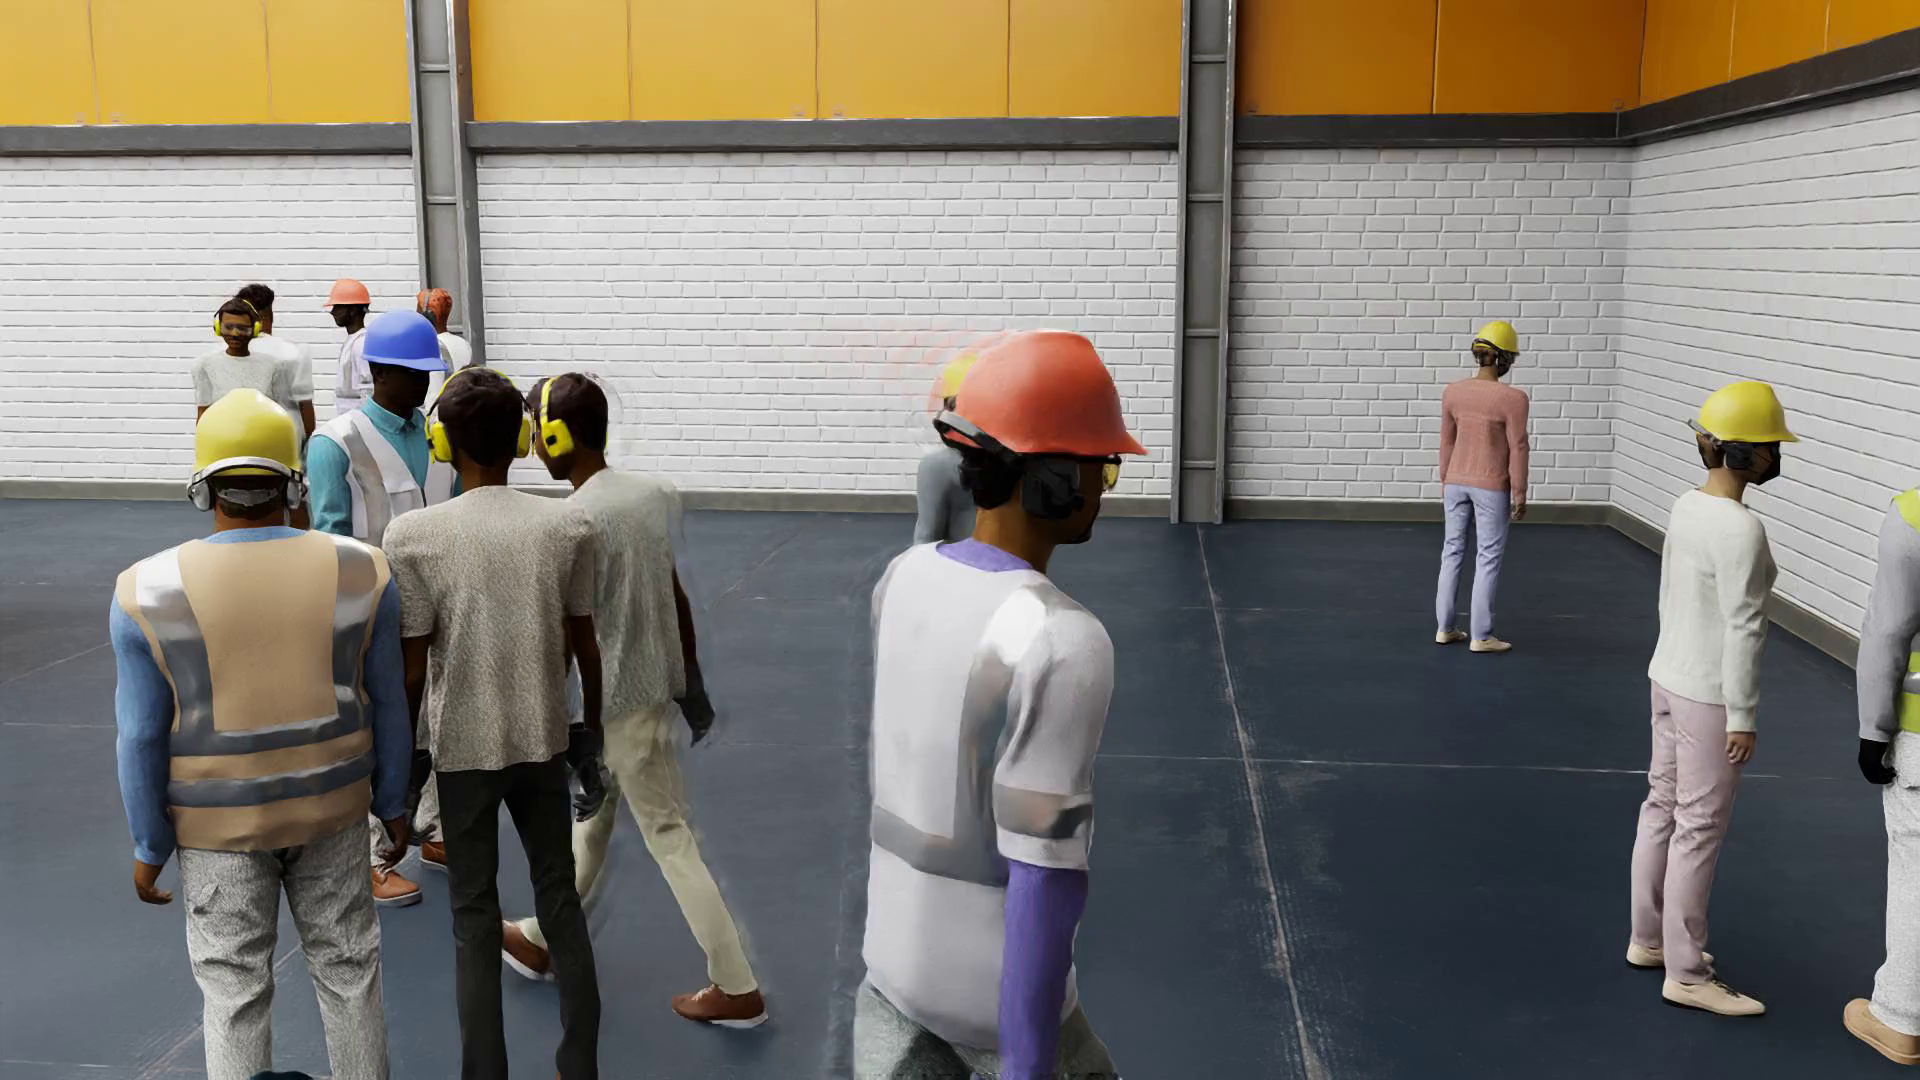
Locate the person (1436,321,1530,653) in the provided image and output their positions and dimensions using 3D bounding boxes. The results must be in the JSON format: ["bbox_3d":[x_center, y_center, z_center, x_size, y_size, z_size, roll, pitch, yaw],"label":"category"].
[{"bbox_3d":[2.774,-0.276,8.812,0.344,1.756,0.532,-8,13,-38],"label":"person"}]

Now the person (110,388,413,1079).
[{"bbox_3d":[-1.508,0.586,3.651,0.600,1.832,0.404,-6,12,-31],"label":"person"}]

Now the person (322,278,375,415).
[{"bbox_3d":[-4.001,-0.761,11.062,0.360,1.938,0.545,-5,11,-27],"label":"person"}]

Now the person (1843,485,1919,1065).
[{"bbox_3d":[2.630,0.474,4.307,0.624,1.837,0.429,1,10,4],"label":"person"}]

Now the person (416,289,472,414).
[{"bbox_3d":[-3.243,-0.634,10.492,0.338,1.882,0.582,1,10,7],"label":"person"}]

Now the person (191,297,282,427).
[{"bbox_3d":[-3.987,-0.413,9.290,0.520,1.864,0.333,-9,14,-43],"label":"person"}]

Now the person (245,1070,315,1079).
[{"bbox_3d":[-0.443,1.005,1.039,0.587,1.911,0.397,-7,12,-35],"label":"person"}]

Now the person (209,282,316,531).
[{"bbox_3d":[-4.230,-0.587,10.098,0.645,1.933,0.747,-2,10,-11],"label":"person"}]

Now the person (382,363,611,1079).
[{"bbox_3d":[-1.085,0.524,3.925,0.535,1.861,0.309,-6,12,-33],"label":"person"}]

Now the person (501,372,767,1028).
[{"bbox_3d":[-0.971,0.441,4.589,1.011,1.794,0.579,3,10,16],"label":"person"}]

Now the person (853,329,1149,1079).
[{"bbox_3d":[0.125,0.664,2.724,1.005,1.992,0.623,-6,12,-33],"label":"person"}]

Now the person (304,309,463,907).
[{"bbox_3d":[-1.826,0.219,5.464,0.415,1.939,0.604,6,12,32],"label":"person"}]

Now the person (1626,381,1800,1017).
[{"bbox_3d":[2.132,0.438,4.701,0.328,1.768,0.532,1,10,3],"label":"person"}]
